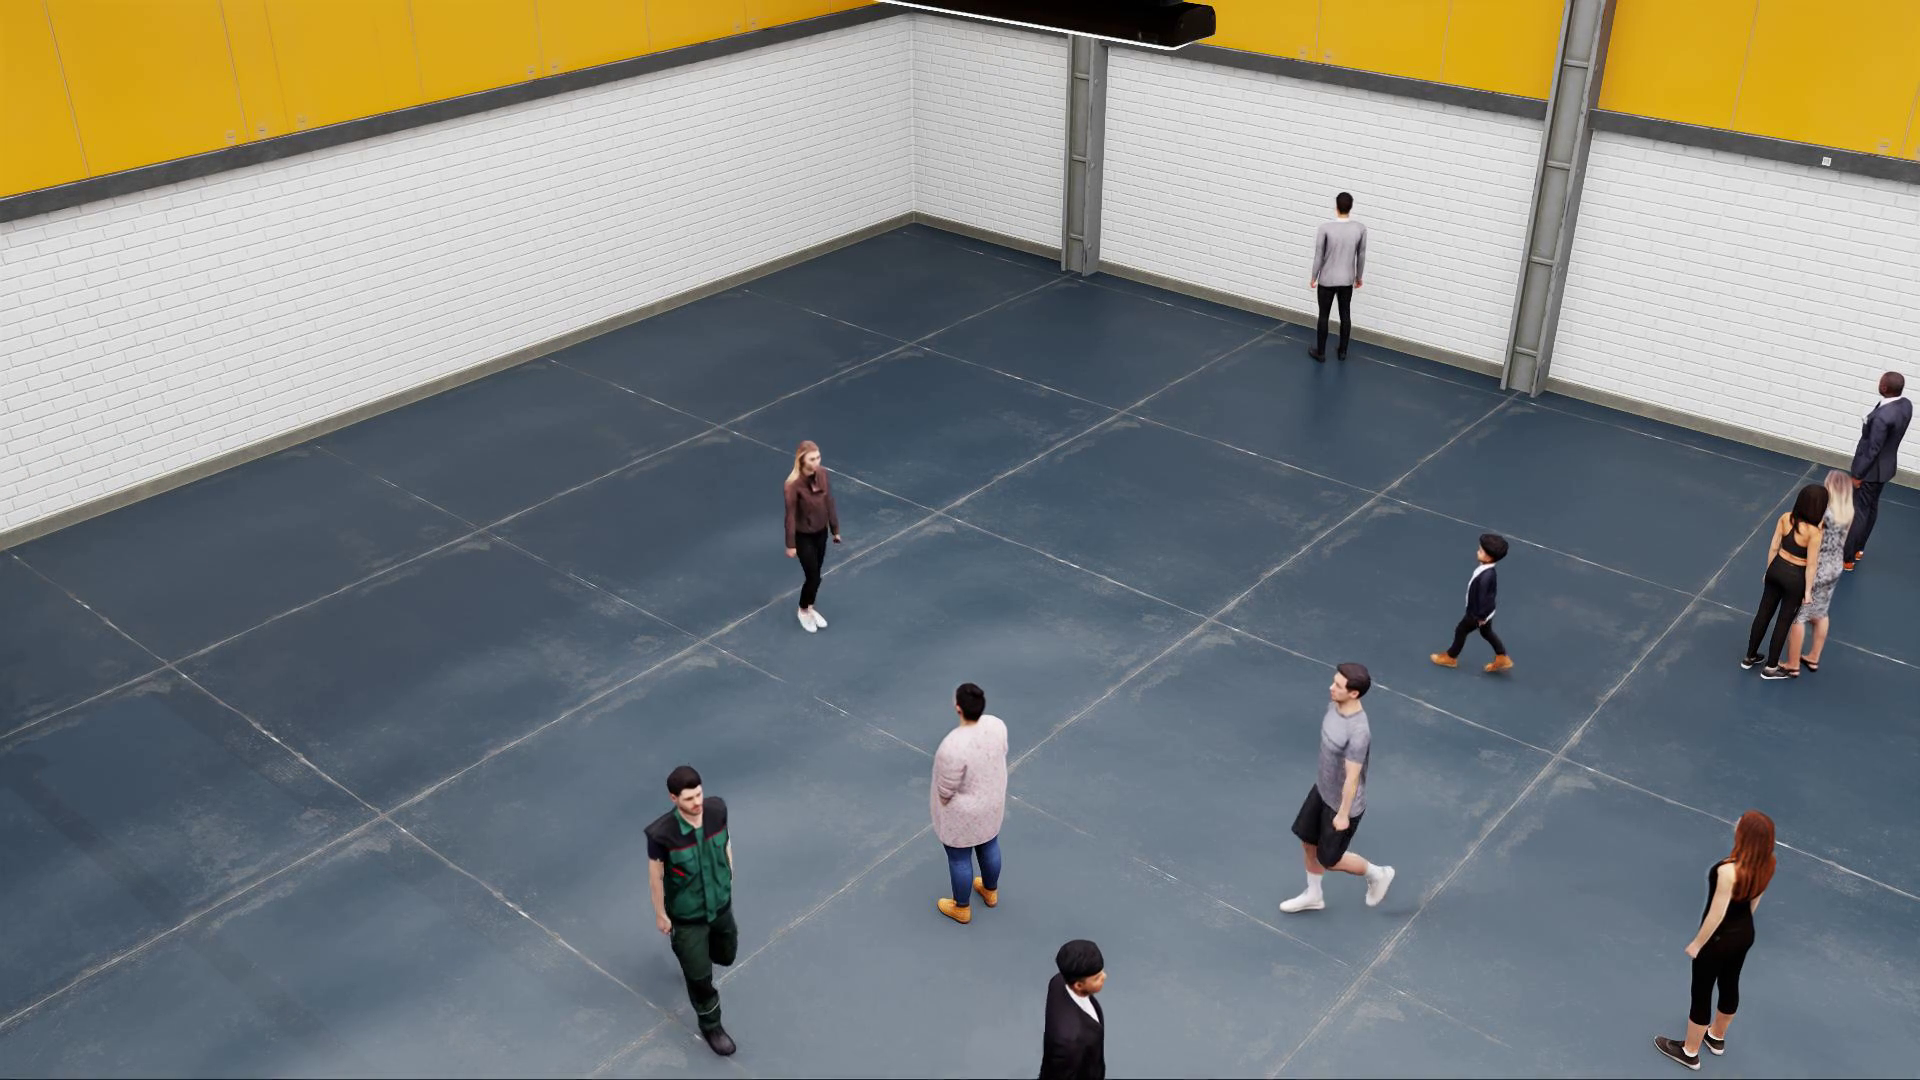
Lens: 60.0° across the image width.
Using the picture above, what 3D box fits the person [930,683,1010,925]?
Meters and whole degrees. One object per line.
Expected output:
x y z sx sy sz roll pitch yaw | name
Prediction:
0.071 1.612 10.359 0.728 1.743 0.680 -22 35 -34 | person

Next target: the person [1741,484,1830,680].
6.388 0.305 12.861 0.693 1.642 0.557 -14 31 -23 | person

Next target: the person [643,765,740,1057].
-1.532 2.030 9.447 0.788 1.881 1.044 -21 35 -34 | person

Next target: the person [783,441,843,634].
-1.266 -0.064 13.484 0.540 1.692 0.590 22 36 35 | person

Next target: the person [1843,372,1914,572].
7.865 -0.601 14.330 0.727 1.825 0.659 -22 36 -35 | person

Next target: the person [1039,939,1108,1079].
0.456 2.715 8.200 0.951 1.873 0.900 1 29 3 | person

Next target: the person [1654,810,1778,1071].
4.270 2.214 9.272 0.627 1.726 0.616 -15 32 -25 | person

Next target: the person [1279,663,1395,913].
2.427 1.585 10.295 1.047 1.851 1.012 -4 29 -8 | person

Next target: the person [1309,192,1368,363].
4.185 -2.914 18.470 0.820 1.921 0.880 -2 29 -4 | person

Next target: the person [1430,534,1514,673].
4.113 0.512 12.938 0.889 1.205 0.625 14 31 23 | person

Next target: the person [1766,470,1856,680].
6.650 0.279 12.864 0.715 1.684 0.731 -12 31 -20 | person
